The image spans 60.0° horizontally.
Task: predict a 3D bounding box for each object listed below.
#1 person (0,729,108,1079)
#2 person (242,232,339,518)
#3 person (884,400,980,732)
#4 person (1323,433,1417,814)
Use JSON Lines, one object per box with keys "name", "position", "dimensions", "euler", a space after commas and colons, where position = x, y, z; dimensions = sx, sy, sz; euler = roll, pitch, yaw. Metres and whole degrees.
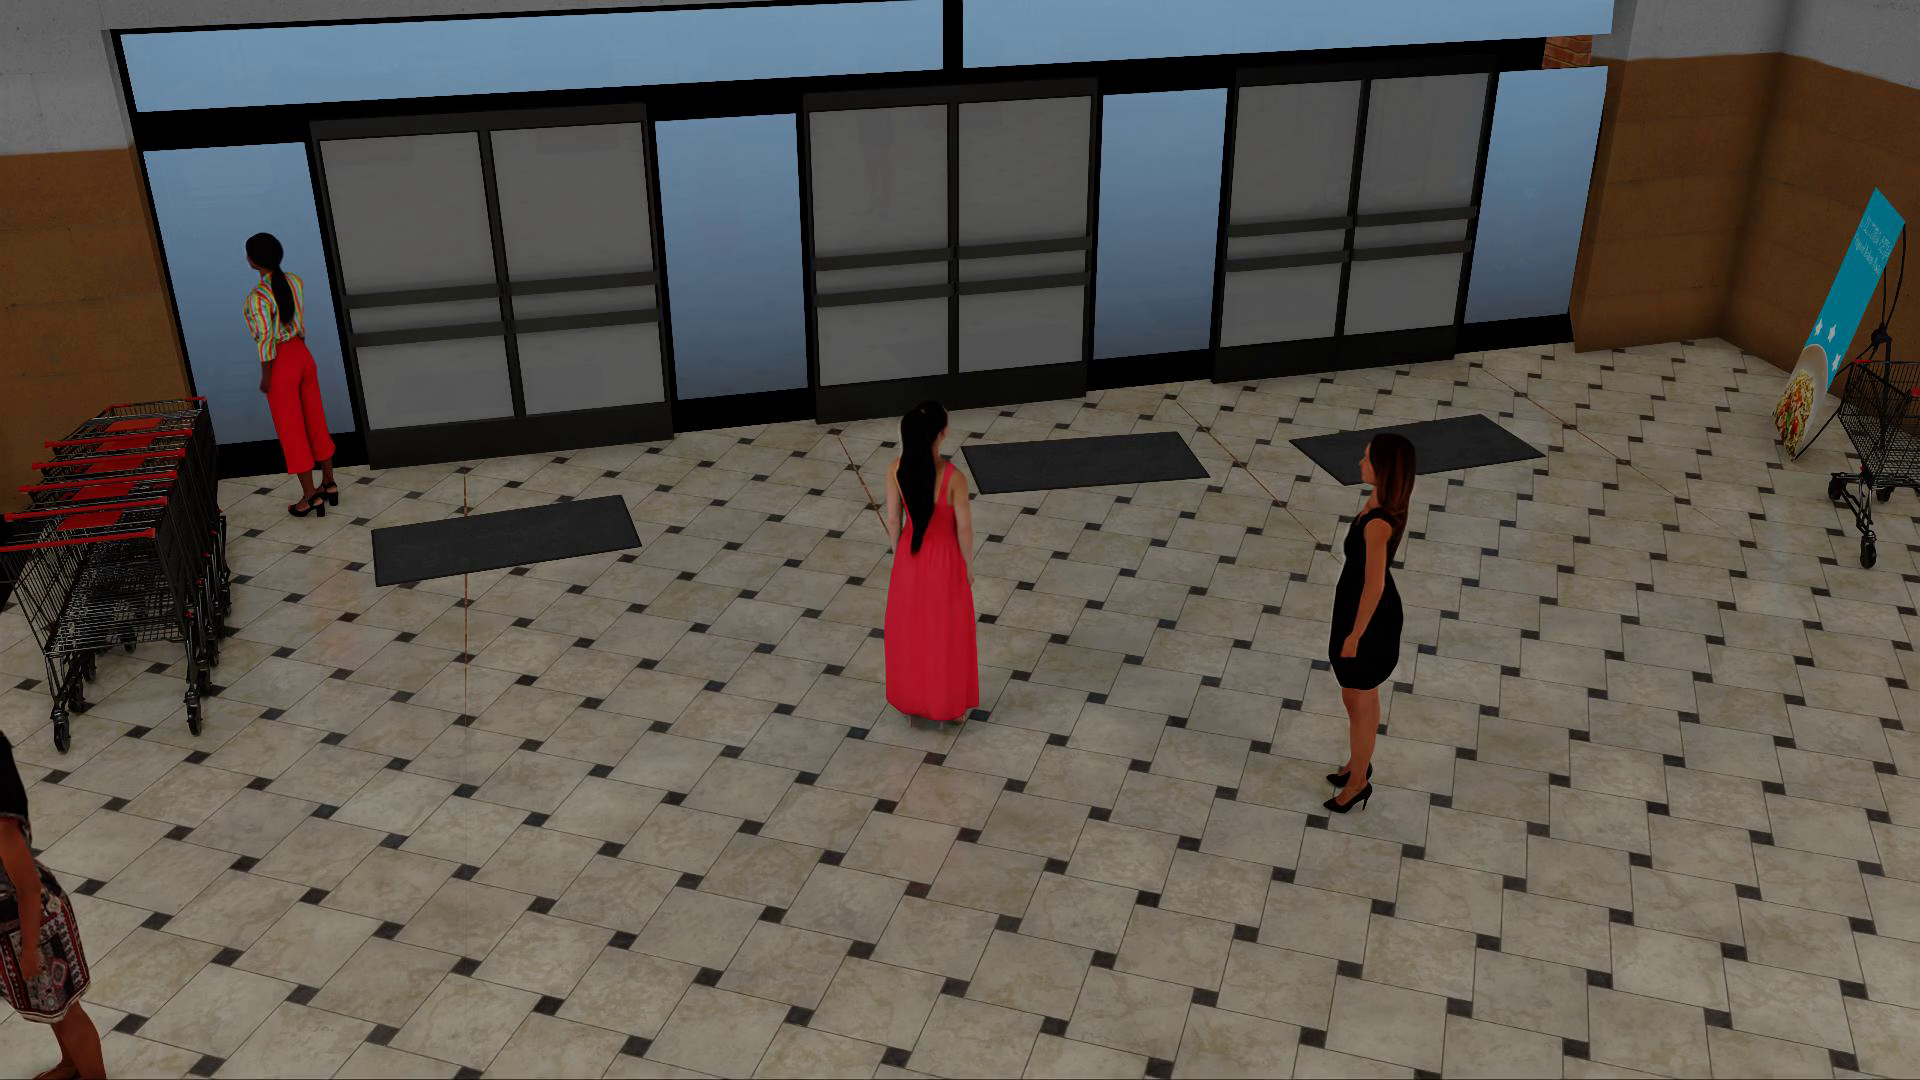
{"name": "person", "position": [-3.215, 1.304, 5.718], "dimensions": [0.784, 1.645, 0.641], "euler": [-22, 35, -37]}
{"name": "person", "position": [-4.065, -0.994, 10.085], "dimensions": [0.743, 1.793, 0.639], "euler": [8, 28, 15]}
{"name": "person", "position": [-0.143, 0.139, 7.923], "dimensions": [0.713, 1.727, 0.748], "euler": [10, 28, 18]}
{"name": "person", "position": [1.791, 0.385, 7.319], "dimensions": [0.722, 1.835, 0.626], "euler": [8, 28, 16]}
